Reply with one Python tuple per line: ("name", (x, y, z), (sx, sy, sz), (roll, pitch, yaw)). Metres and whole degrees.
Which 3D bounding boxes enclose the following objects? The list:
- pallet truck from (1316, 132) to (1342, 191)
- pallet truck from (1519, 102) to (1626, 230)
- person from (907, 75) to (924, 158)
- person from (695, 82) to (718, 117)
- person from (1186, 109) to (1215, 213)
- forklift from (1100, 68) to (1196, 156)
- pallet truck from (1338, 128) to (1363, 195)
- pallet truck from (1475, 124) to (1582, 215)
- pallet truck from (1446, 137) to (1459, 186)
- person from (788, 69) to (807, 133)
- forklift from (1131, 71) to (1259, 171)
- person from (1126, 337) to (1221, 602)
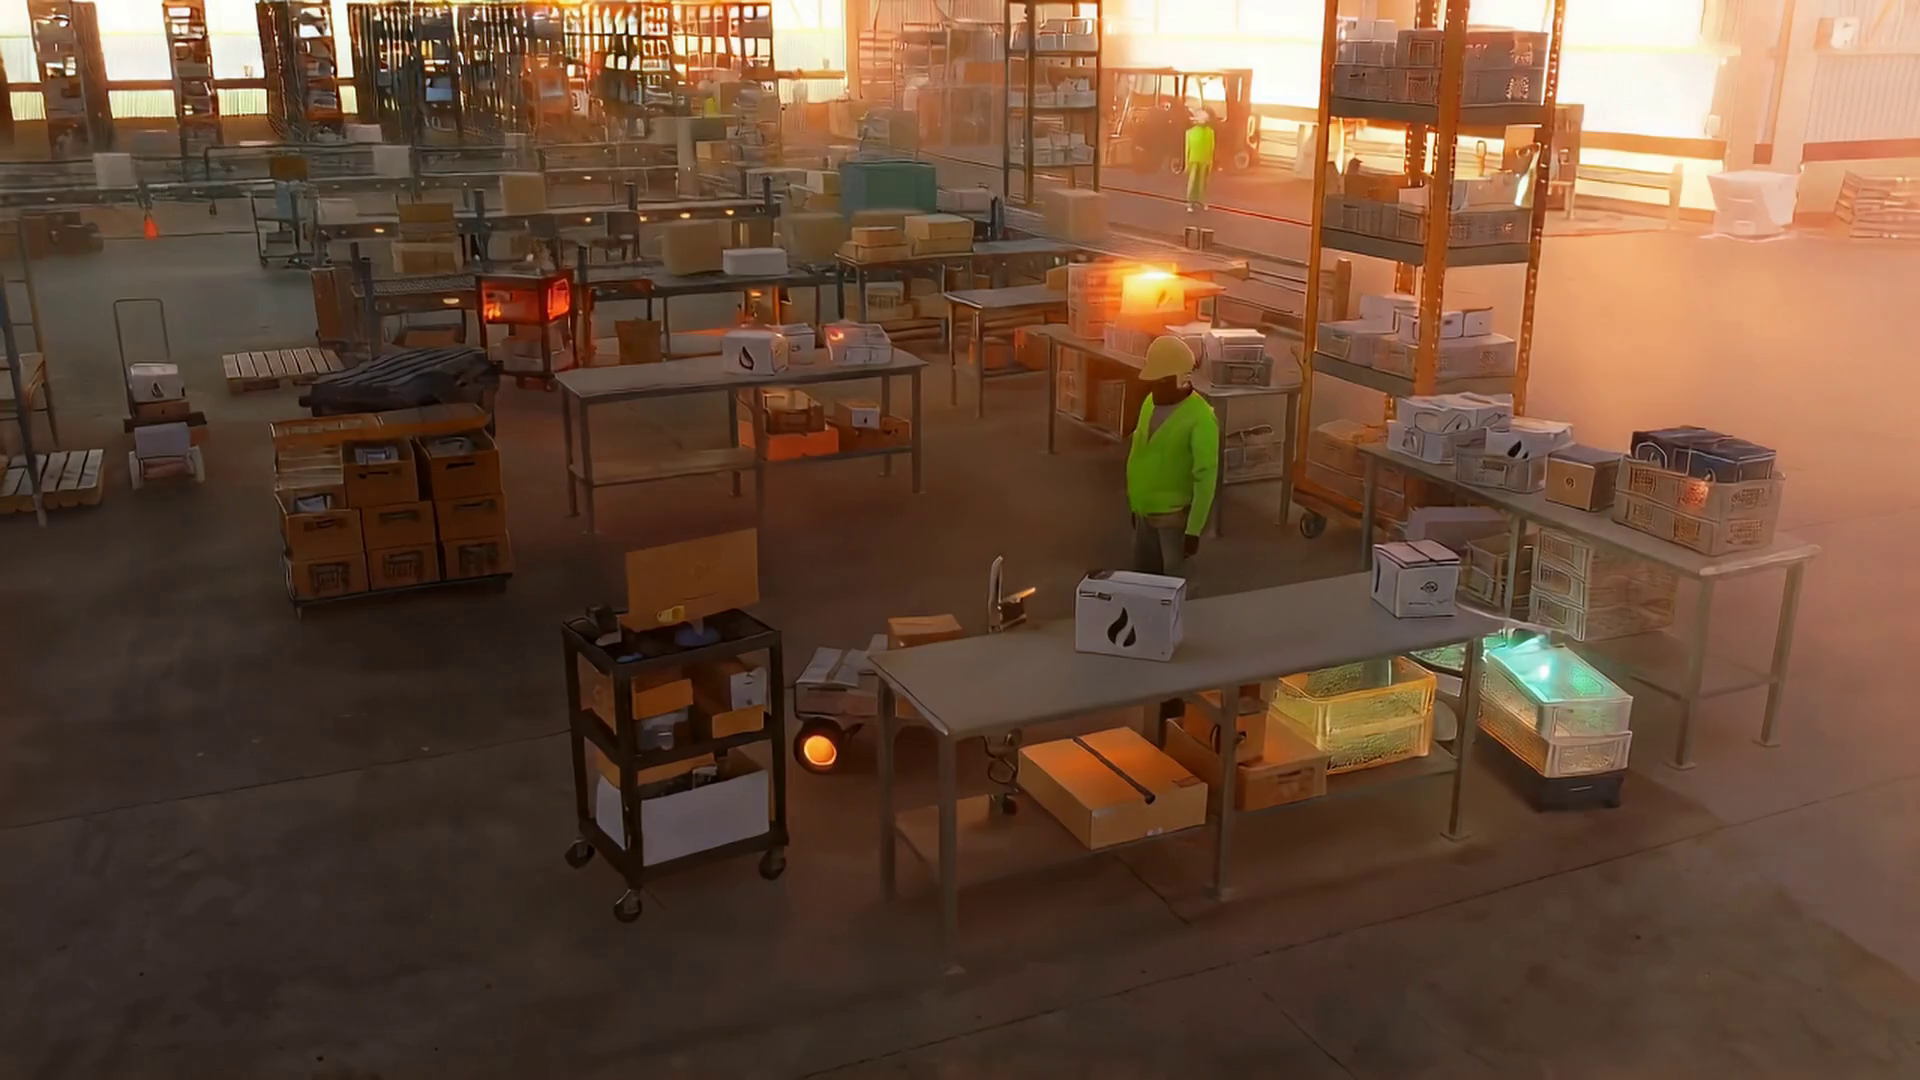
("pallet truck", (7.723, -7.504, 32.656), (1.601, 1.201, 0.680), (-8, 19, -23))
("pallet truck", (9.972, -6.037, 26.785), (1.885, 1.965, 0.823), (-9, 20, -25))
("person", (-1.031, -9.998, 39.335), (0.490, 1.953, 0.626), (9, 20, 27))
("person", (-5.244, -8.631, 35.012), (1.092, 1.971, 0.636), (8, 19, 24))
("person", (4.160, -6.555, 28.802), (0.522, 1.764, 0.318), (-4, 18, -14))
("forklift", (4.082, -9.564, 37.410), (2.680, 1.987, 1.157), (-8, 19, -23))
("pallet truck", (7.845, -7.140, 31.411), (1.522, 1.261, 0.704), (-9, 20, -25))
("pallet truck", (9.707, -6.455, 28.103), (1.885, 1.965, 0.823), (-7, 19, -20))
("pallet truck", (9.184, -6.485, 29.328), (1.630, 1.274, 0.653), (-8, 19, -23))
("person", (-4.651, -12.585, 47.736), (0.659, 1.792, 0.567), (14, 22, 37))
("forklift", (4.998, -8.936, 35.413), (2.680, 1.987, 1.157), (-9, 20, -25))
("person", (1.051, -0.140, 8.495), (0.403, 1.823, 0.588), (-9, 20, -26))
